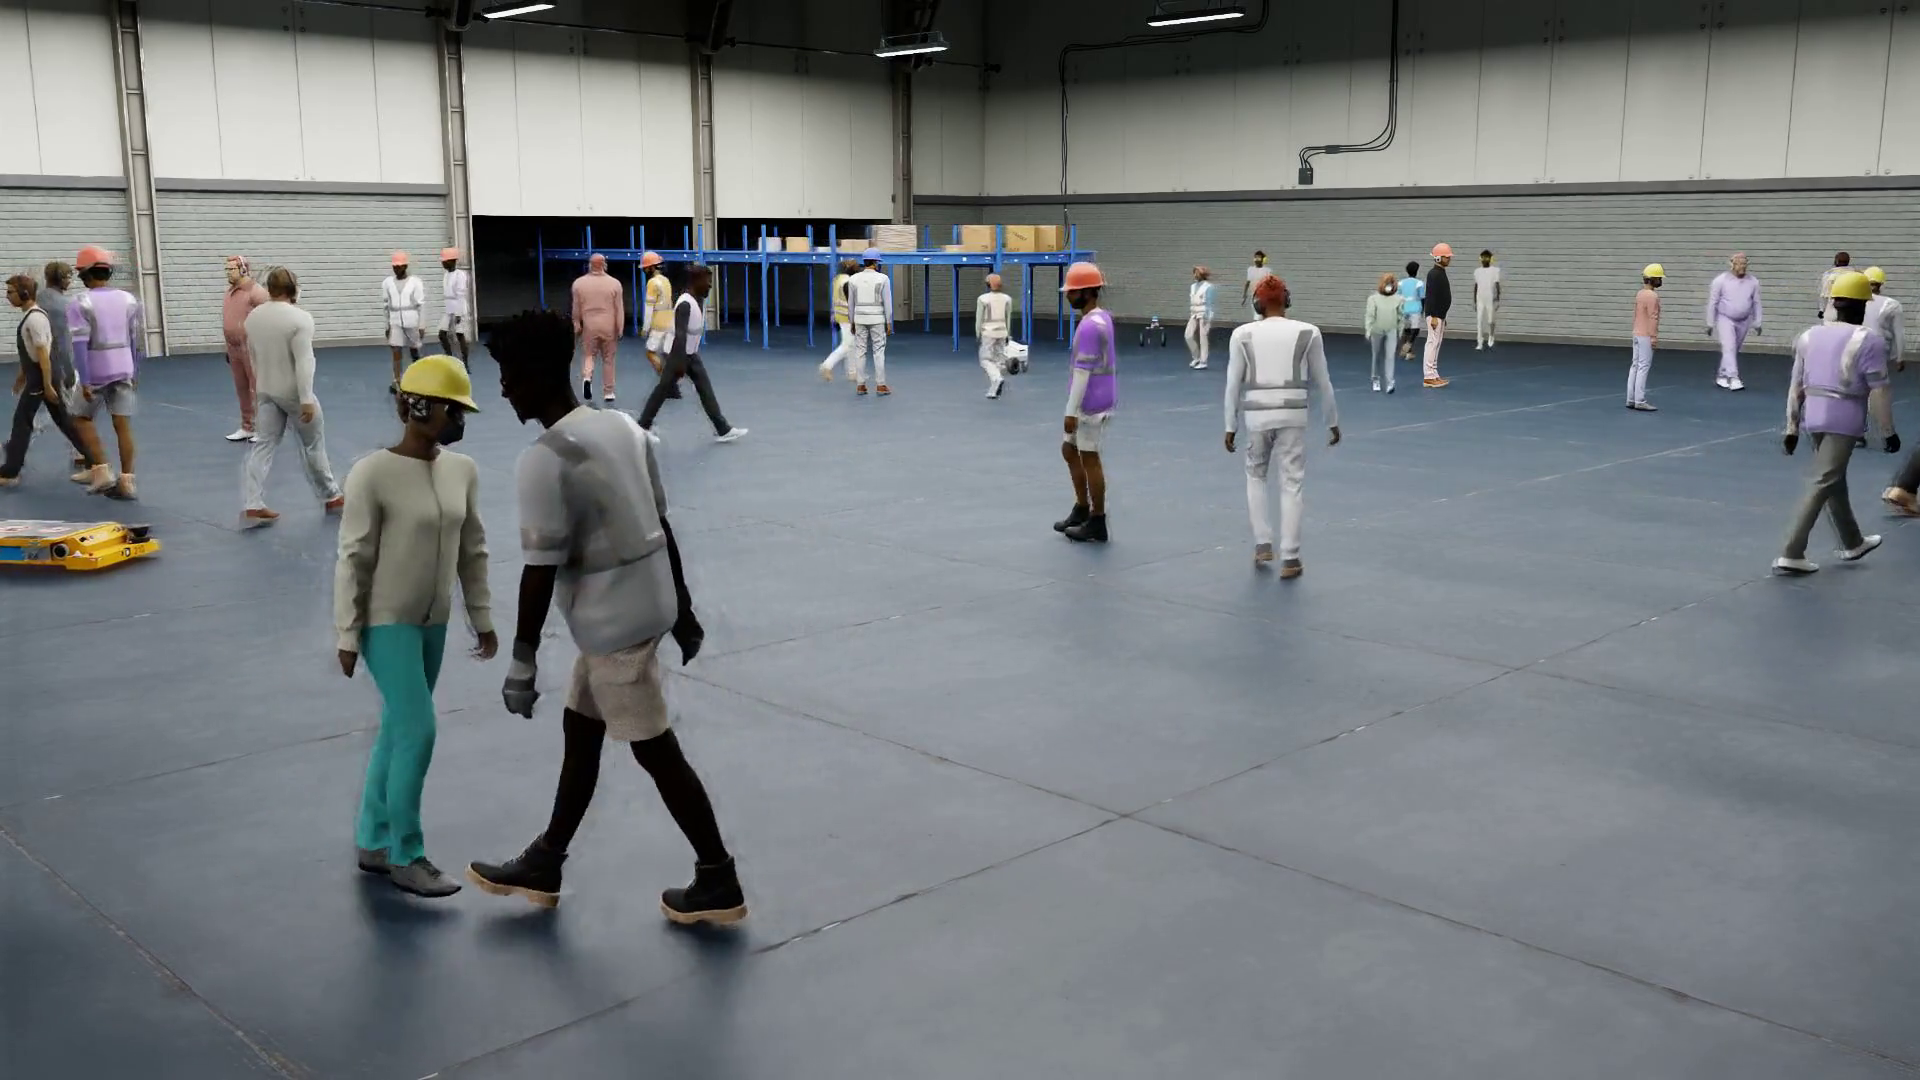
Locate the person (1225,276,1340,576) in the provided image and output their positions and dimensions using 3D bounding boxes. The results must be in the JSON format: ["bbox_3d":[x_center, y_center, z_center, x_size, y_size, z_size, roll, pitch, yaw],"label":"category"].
[{"bbox_3d":[2.041,-0.726,10.504,0.723,1.844,0.629,3,11,13],"label":"person"}]

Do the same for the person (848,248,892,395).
[{"bbox_3d":[-1.192,-2.917,22.196,0.609,1.942,0.402,3,11,18],"label":"person"}]

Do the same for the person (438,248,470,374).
[{"bbox_3d":[-7.738,-3.466,25.279,0.544,1.919,0.577,8,13,38],"label":"person"}]

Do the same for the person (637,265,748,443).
[{"bbox_3d":[-2.817,-1.902,17.069,1.175,1.811,0.605,2,11,8],"label":"person"}]

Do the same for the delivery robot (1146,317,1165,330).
[{"bbox_3d":[3.756,-4.189,32.074,0.335,0.223,0.698,3,11,15],"label":"delivery robot"}]

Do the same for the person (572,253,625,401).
[{"bbox_3d":[-4.606,-2.702,21.192,0.657,1.890,0.707,-1,10,-4],"label":"person"}]

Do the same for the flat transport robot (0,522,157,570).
[{"bbox_3d":[-6.107,0.021,10.861,1.431,0.197,0.652,1,10,6],"label":"flat transport robot"}]

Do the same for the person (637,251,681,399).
[{"bbox_3d":[-3.898,-2.769,21.530,0.516,1.906,0.616,2,11,11],"label":"person"}]

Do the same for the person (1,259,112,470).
[{"bbox_3d":[-8.153,-1.549,14.876,0.843,1.913,0.640,-8,13,-38],"label":"person"}]

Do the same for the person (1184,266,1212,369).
[{"bbox_3d":[3.792,-3.516,26.348,0.381,1.624,0.518,-7,12,-33],"label":"person"}]

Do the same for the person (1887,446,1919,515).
[{"bbox_3d":[7.543,-1.154,12.435,0.989,2.000,0.684,-1,10,-5],"label":"person"}]

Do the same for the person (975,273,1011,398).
[{"bbox_3d":[0.455,-2.627,21.496,0.520,1.625,0.557,-6,12,-29],"label":"person"}]

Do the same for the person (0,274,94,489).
[{"bbox_3d":[-7.789,-1.345,14.084,0.974,1.801,0.513,-4,11,-21],"label":"person"}]

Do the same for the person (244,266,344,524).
[{"bbox_3d":[-5.003,-1.082,12.361,0.650,1.886,1.015,4,11,21],"label":"person"}]

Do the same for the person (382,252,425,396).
[{"bbox_3d":[-7.384,-2.865,22.065,0.565,1.882,0.975,-1,10,-4],"label":"person"}]

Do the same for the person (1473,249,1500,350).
[{"bbox_3d":[9.789,-4.460,30.869,0.535,1.854,0.679,6,12,31],"label":"person"}]

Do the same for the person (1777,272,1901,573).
[{"bbox_3d":[5.583,-0.738,10.512,0.999,1.873,0.596,-3,11,-18],"label":"person"}]

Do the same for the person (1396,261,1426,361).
[{"bbox_3d":[7.593,-3.862,28.075,0.537,1.680,0.648,8,13,37],"label":"person"}]

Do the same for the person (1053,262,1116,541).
[{"bbox_3d":[0.801,-0.952,11.525,0.540,1.923,0.581,2,11,11],"label":"person"}]

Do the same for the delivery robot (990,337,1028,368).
[{"bbox_3d":[0.760,-2.908,25.801,0.477,0.478,0.707,6,12,30],"label":"delivery robot"}]

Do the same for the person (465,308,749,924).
[{"bbox_3d":[-1.116,0.256,5.039,1.009,1.884,0.618,2,11,9],"label":"person"}]

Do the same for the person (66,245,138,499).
[{"bbox_3d":[-6.904,-1.346,13.404,0.524,2.024,0.618,7,12,32],"label":"person"}]

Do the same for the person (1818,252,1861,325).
[{"bbox_3d":[14.308,-3.767,27.115,0.624,1.844,0.429,1,10,3],"label":"person"}]

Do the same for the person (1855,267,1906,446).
[{"bbox_3d":[9.251,-1.864,16.895,0.930,1.782,0.612,-10,14,-43],"label":"person"}]

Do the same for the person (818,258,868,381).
[{"bbox_3d":[-1.701,-3.191,24.117,0.738,1.799,0.648,-3,11,-14],"label":"person"}]

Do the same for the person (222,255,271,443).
[{"bbox_3d":[-7.339,-1.957,17.065,0.652,1.906,0.403,7,12,32],"label":"person"}]

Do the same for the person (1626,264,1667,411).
[{"bbox_3d":[8.353,-2.461,20.201,0.326,1.767,0.533,0,10,1],"label":"person"}]

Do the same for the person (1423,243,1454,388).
[{"bbox_3d":[6.719,-3.160,23.385,0.376,1.995,0.612,5,12,27],"label":"person"}]

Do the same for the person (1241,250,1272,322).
[{"bbox_3d":[5.757,-4.662,32.047,0.530,1.831,0.951,8,13,37],"label":"person"}]

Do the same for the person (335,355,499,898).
[{"bbox_3d":[-1.753,0.274,5.381,0.598,1.727,0.554,4,11,22],"label":"person"}]

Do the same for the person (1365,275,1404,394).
[{"bbox_3d":[5.719,-2.782,22.438,0.514,1.577,0.893,1,10,7],"label":"person"}]

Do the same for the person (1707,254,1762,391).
[{"bbox_3d":[10.638,-2.985,22.811,0.666,1.853,0.991,0,10,-2],"label":"person"}]
